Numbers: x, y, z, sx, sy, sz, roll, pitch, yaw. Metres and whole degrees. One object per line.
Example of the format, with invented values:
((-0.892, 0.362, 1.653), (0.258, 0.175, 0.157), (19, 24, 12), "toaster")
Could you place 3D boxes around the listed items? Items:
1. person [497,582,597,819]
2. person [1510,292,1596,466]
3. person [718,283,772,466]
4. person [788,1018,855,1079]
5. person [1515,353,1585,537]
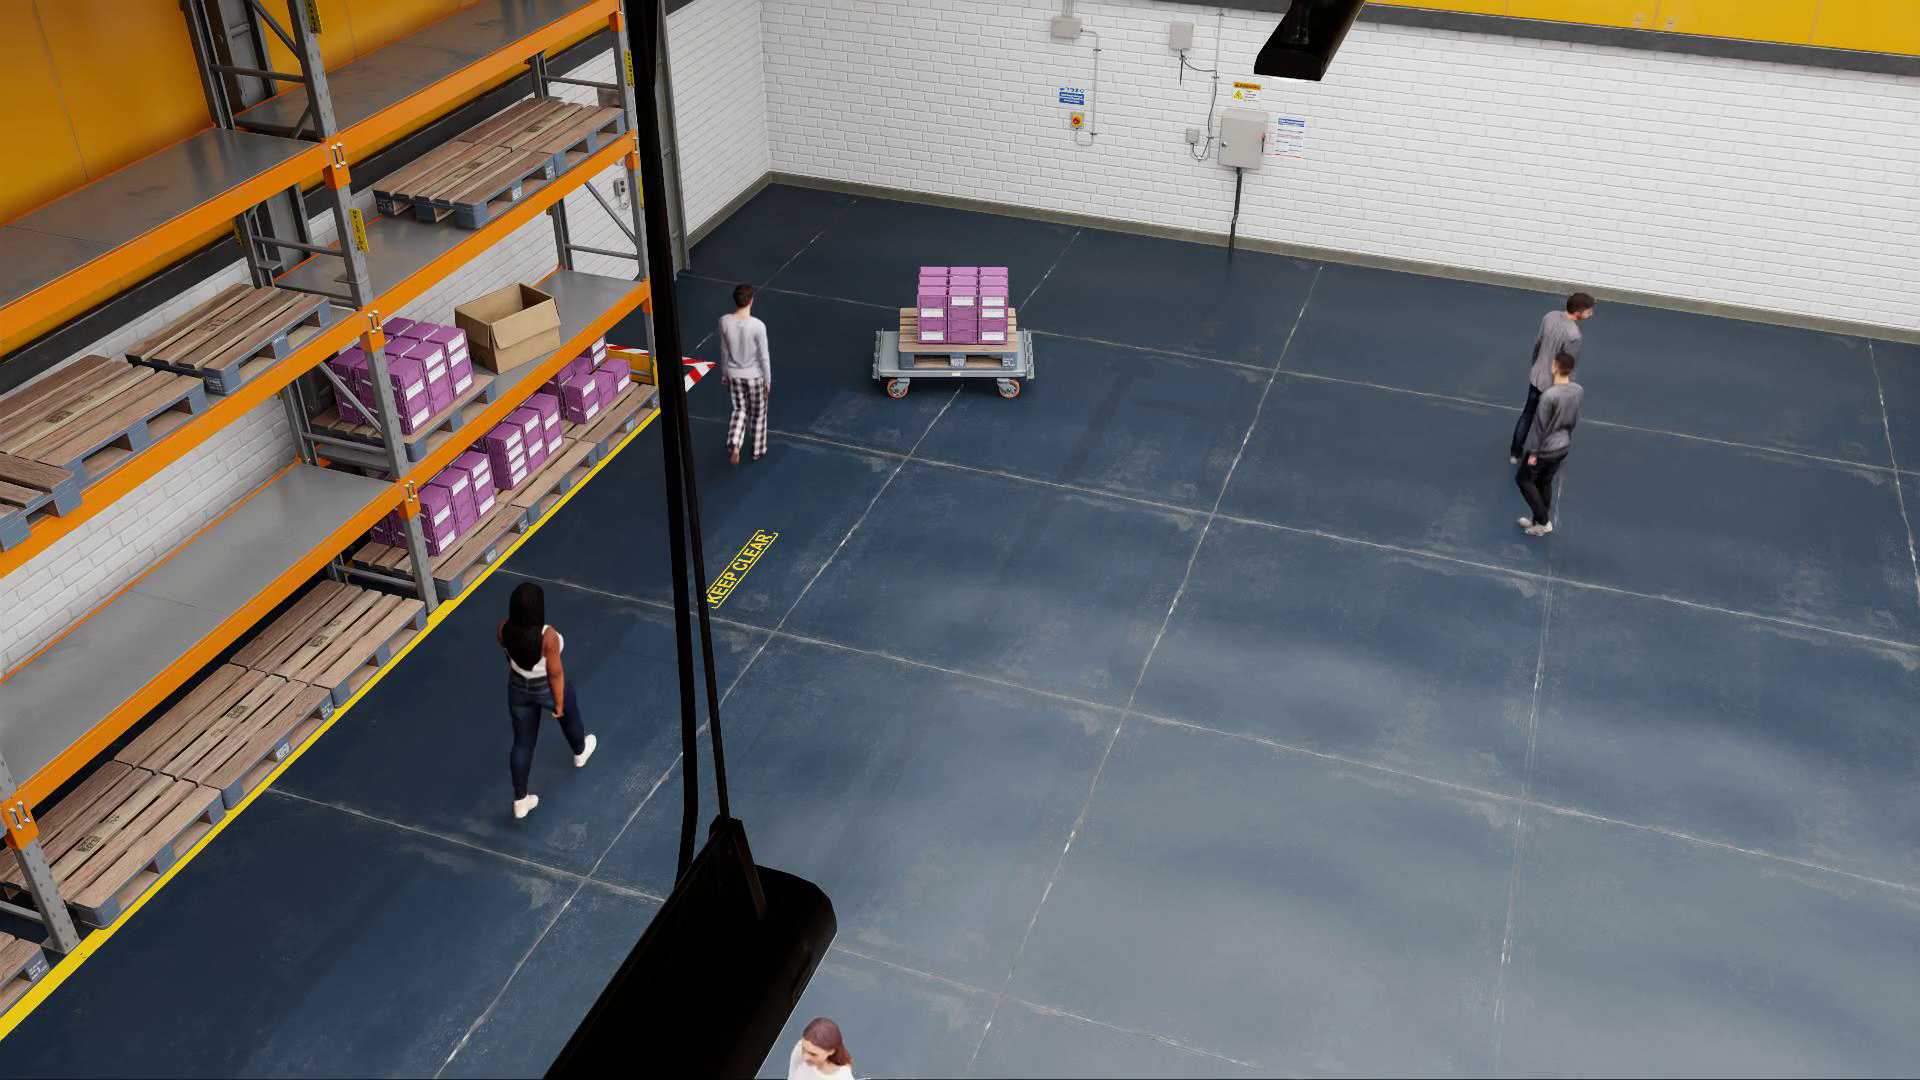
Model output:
((-2.985, 1.125, 11.572), (0.740, 1.770, 1.210), (7, 34, 11), "person")
((5.453, -1.453, 15.376), (0.886, 1.853, 0.779), (-20, 39, -28), "person")
((-2.016, -1.484, 15.445), (0.685, 1.829, 0.867), (8, 34, 12), "person")
((-0.641, 3.042, 8.788), (1.137, 1.659, 0.920), (-26, 41, -33), "person")
((5.160, -0.759, 14.428), (0.810, 1.747, 0.872), (-14, 36, -21), "person")
